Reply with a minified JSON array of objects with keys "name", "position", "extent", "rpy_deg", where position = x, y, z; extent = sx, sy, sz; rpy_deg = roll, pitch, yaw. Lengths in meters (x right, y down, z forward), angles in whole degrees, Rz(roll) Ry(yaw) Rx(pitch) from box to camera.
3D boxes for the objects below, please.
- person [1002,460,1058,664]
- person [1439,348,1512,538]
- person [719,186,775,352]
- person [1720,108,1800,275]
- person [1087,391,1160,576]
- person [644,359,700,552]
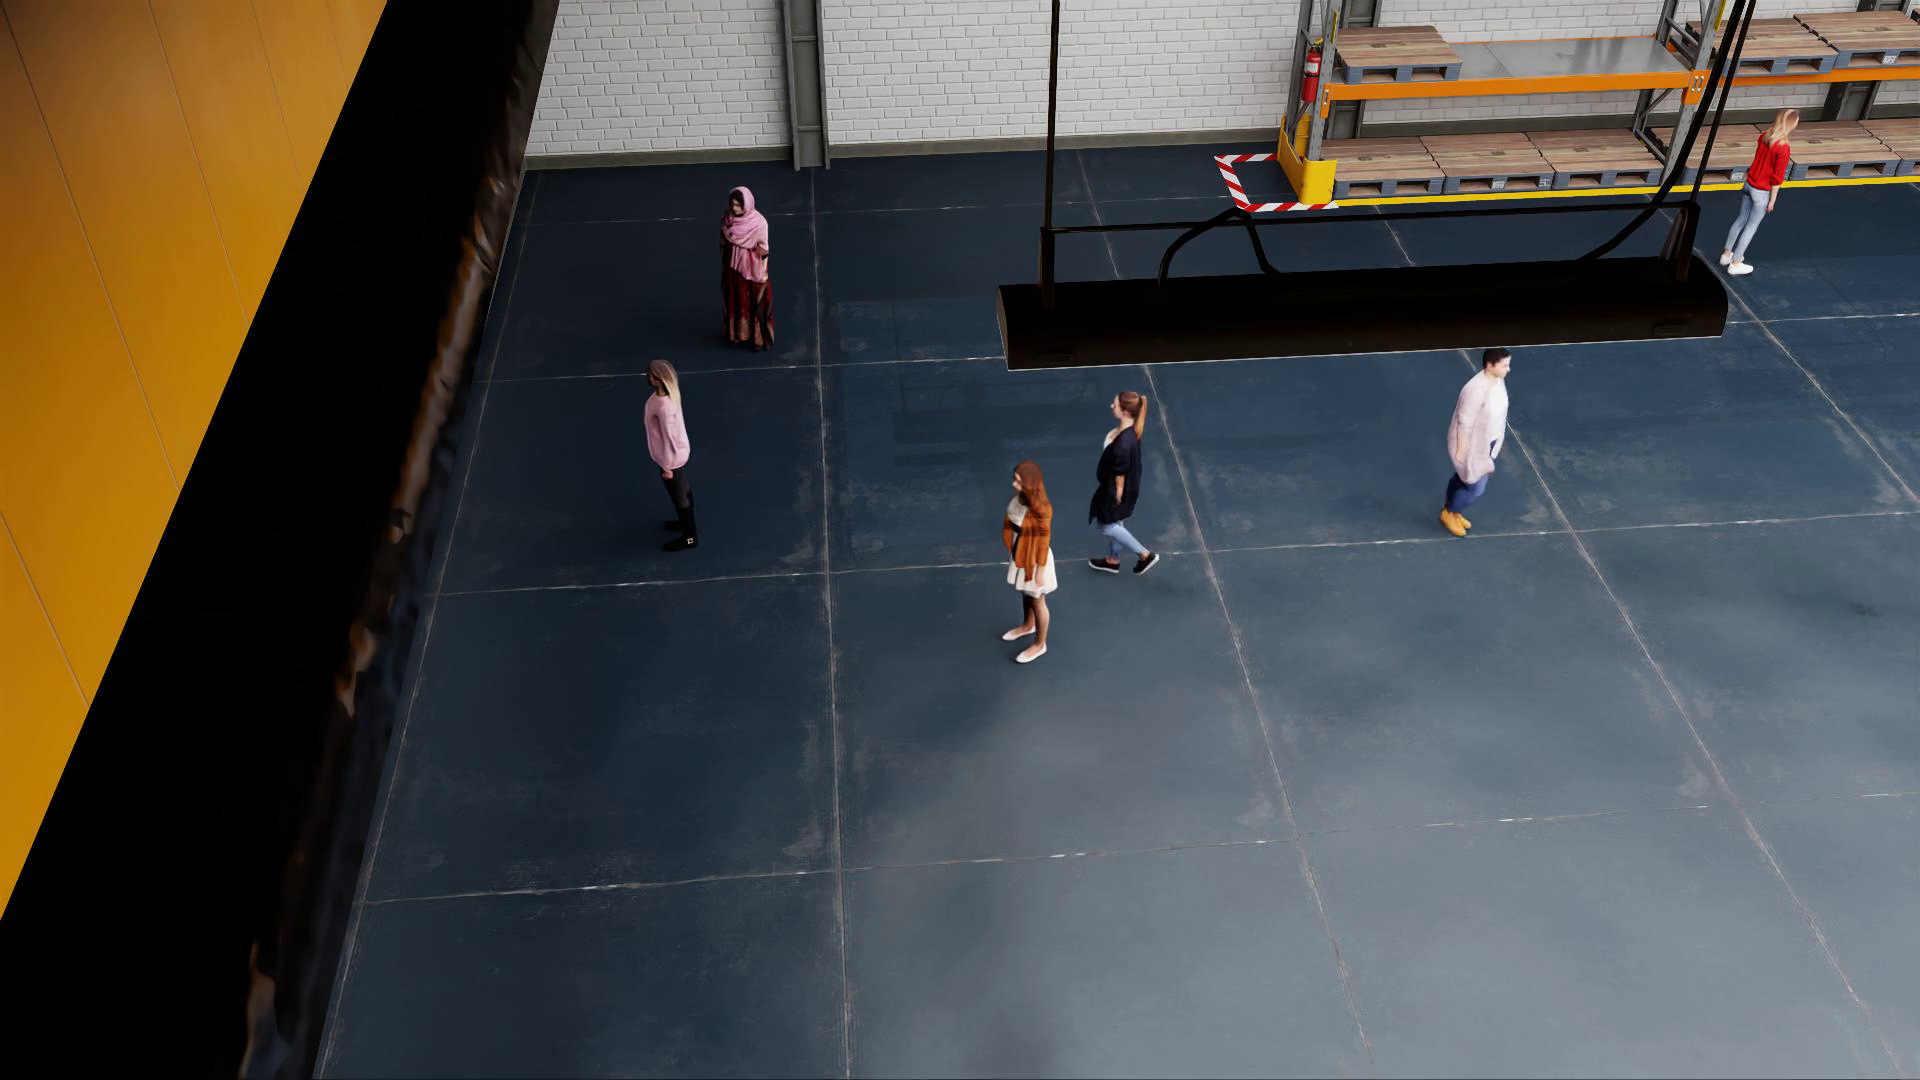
[{"name":"person","position":[0.513,0.108,11.810],"extent":[0.671,1.717,0.675],"rpy_deg":[-16,41,-19]},{"name":"person","position":[3.933,-0.820,12.955],"extent":[0.907,1.738,0.851],"rpy_deg":[27,46,29]},{"name":"person","position":[-1.952,-2.485,15.126],"extent":[0.680,1.630,0.810],"rpy_deg":[12,40,14]},{"name":"person","position":[7.796,-3.415,16.232],"extent":[0.546,1.703,0.627],"rpy_deg":[-7,39,-9]},{"name":"person","position":[1.278,-0.389,12.467],"extent":[0.899,1.673,0.793],"rpy_deg":[12,40,15]},{"name":"person","position":[-2.210,-0.667,12.805],"extent":[0.528,1.687,0.596],"rpy_deg":[-4,39,-5]}]
